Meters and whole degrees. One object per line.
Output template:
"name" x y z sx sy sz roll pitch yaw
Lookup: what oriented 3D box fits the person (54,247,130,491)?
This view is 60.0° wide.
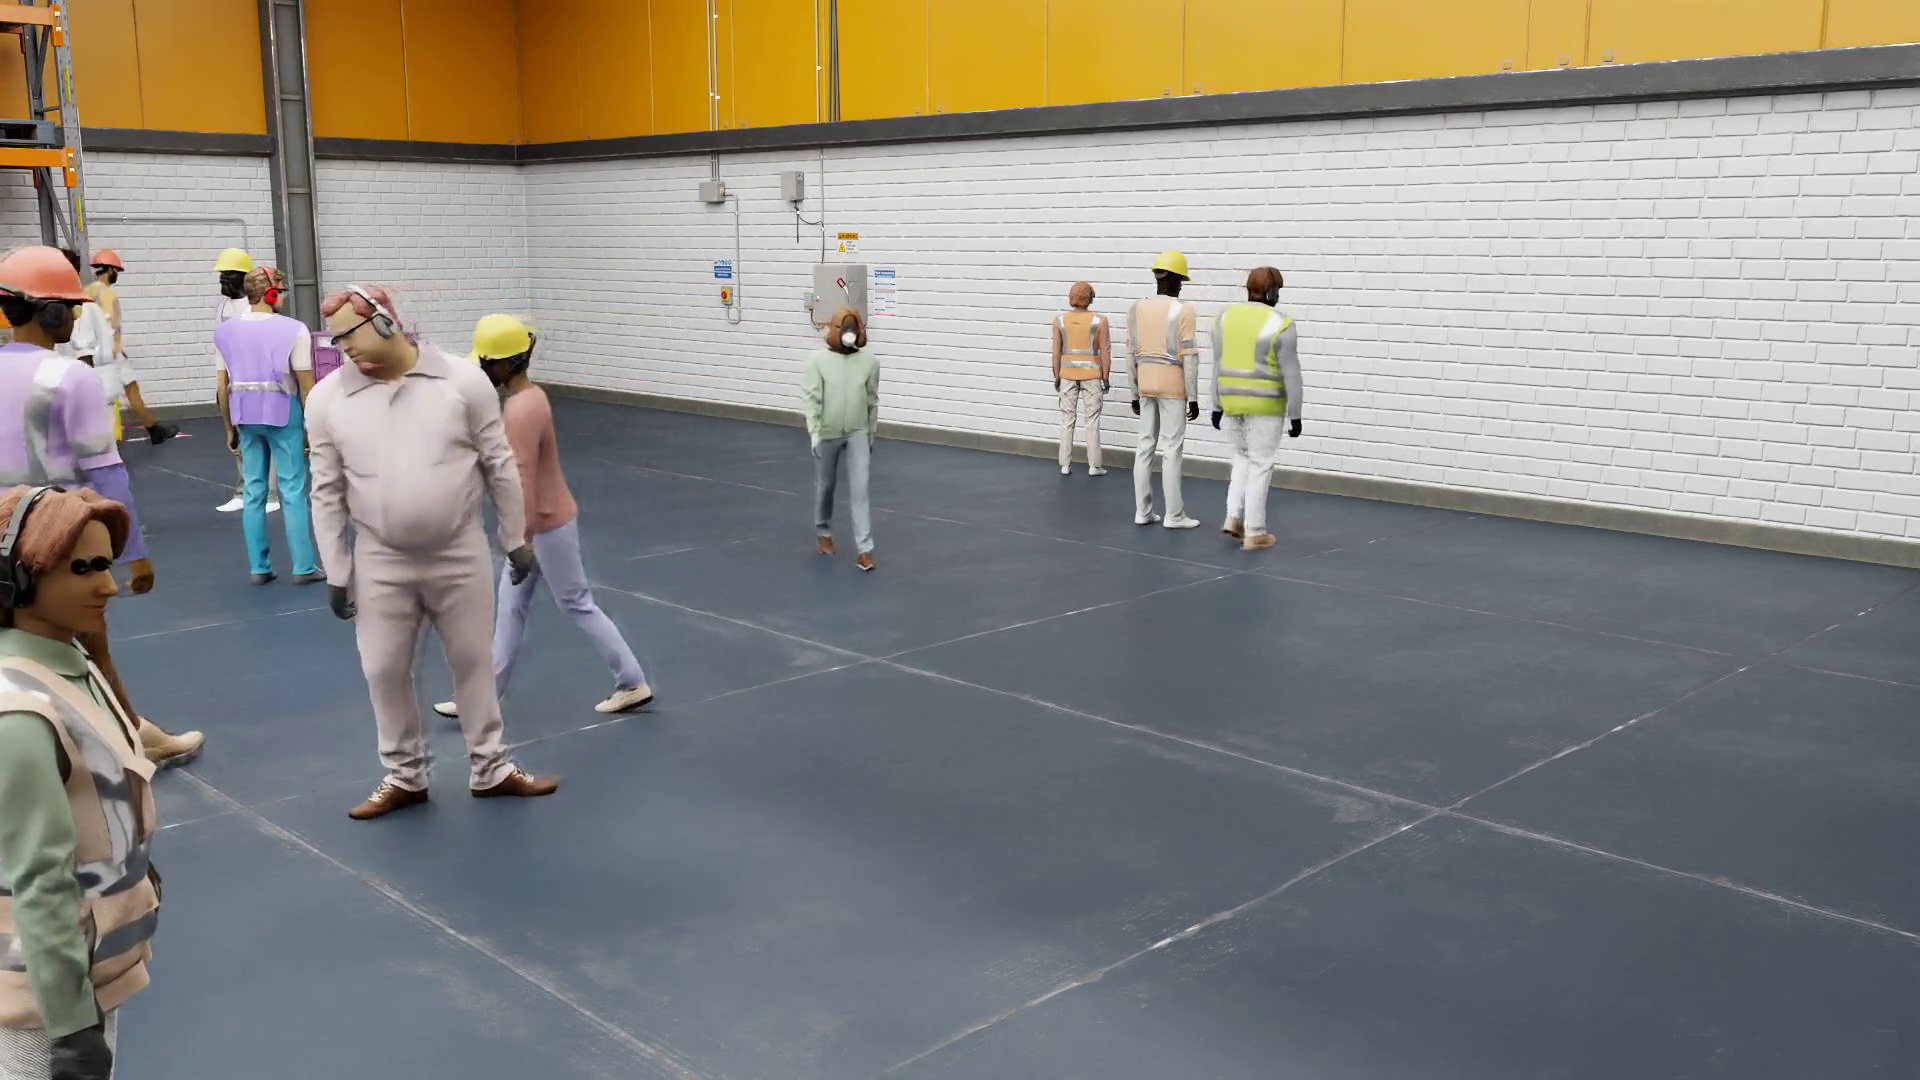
"person" -5.945 -0.972 11.123 0.739 1.933 0.651 -3 11 -18

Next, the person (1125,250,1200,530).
"person" 1.416 -1.031 11.506 0.585 1.917 0.381 10 14 43

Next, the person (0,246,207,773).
"person" -3.179 -0.021 5.826 0.631 1.988 1.069 5 12 26

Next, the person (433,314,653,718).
"person" -1.718 -0.075 6.861 0.894 1.707 0.531 -3 11 -15

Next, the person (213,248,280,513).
"person" -5.201 -1.143 12.079 0.587 1.930 0.354 6 12 31

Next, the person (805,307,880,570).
"person" -0.730 -0.642 10.289 0.497 1.594 0.870 -3 11 -18

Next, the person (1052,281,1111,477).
"person" 1.020 -1.346 13.978 0.510 1.640 0.308 4 11 19

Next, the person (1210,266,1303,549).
"person" 1.922 -0.843 10.724 0.474 1.828 0.649 -9 14 -42

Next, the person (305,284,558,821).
"person" -1.803 0.057 5.740 0.790 1.866 0.399 -3 11 -16

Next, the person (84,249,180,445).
"person" -8.031 -1.812 15.880 0.538 1.880 0.951 8 13 37

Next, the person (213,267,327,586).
"person" -3.983 -0.641 9.583 0.564 1.841 0.394 1 10 5

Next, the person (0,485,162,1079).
"person" -1.445 0.725 2.699 0.314 1.636 0.515 -5 11 -23
